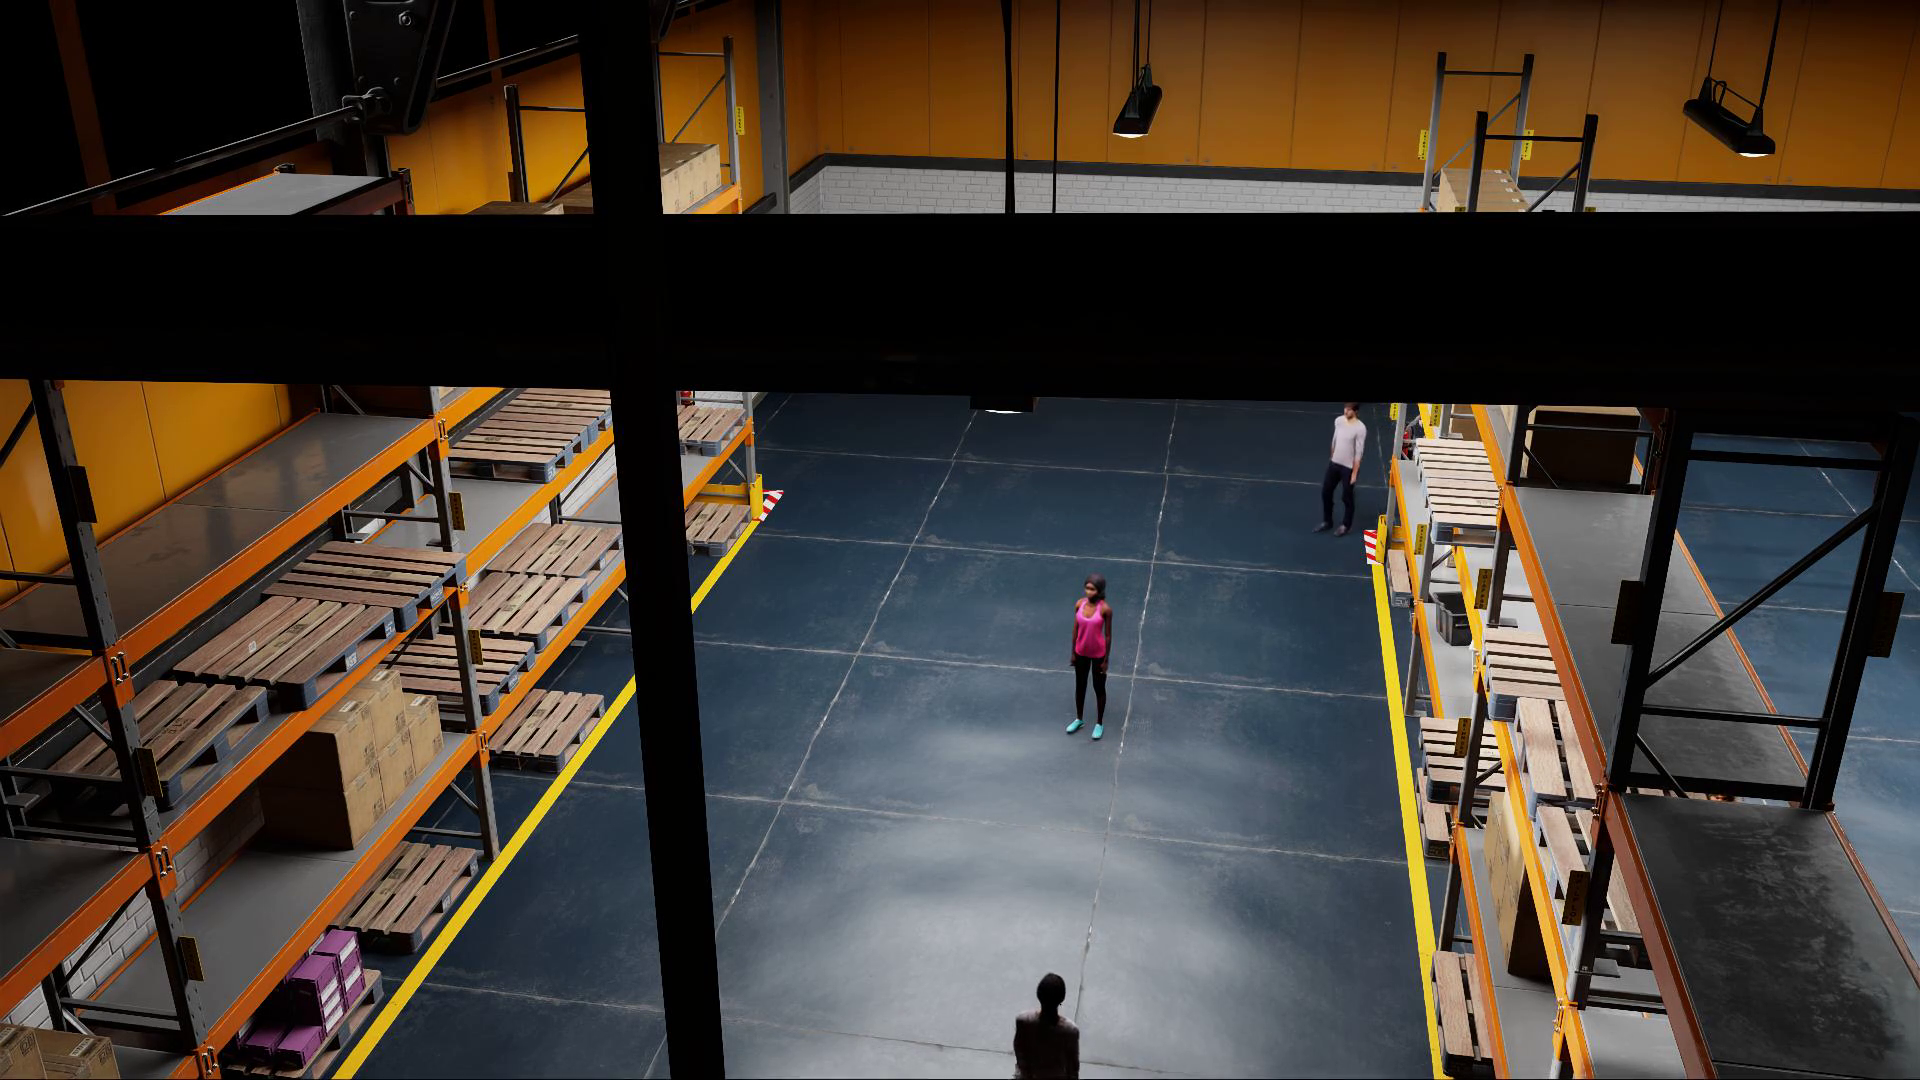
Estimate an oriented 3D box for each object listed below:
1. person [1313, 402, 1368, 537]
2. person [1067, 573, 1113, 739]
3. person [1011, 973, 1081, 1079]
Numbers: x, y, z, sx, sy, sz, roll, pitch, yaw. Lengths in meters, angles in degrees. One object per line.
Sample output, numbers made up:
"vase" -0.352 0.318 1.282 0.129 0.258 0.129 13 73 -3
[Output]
"person" 4.872 -0.936 20.792 0.905 1.831 0.845 -15 28 -31
"person" 1.289 1.111 16.242 0.615 1.723 0.636 12 26 25
"person" 0.509 3.582 10.590 0.581 1.723 1.107 4 24 9
